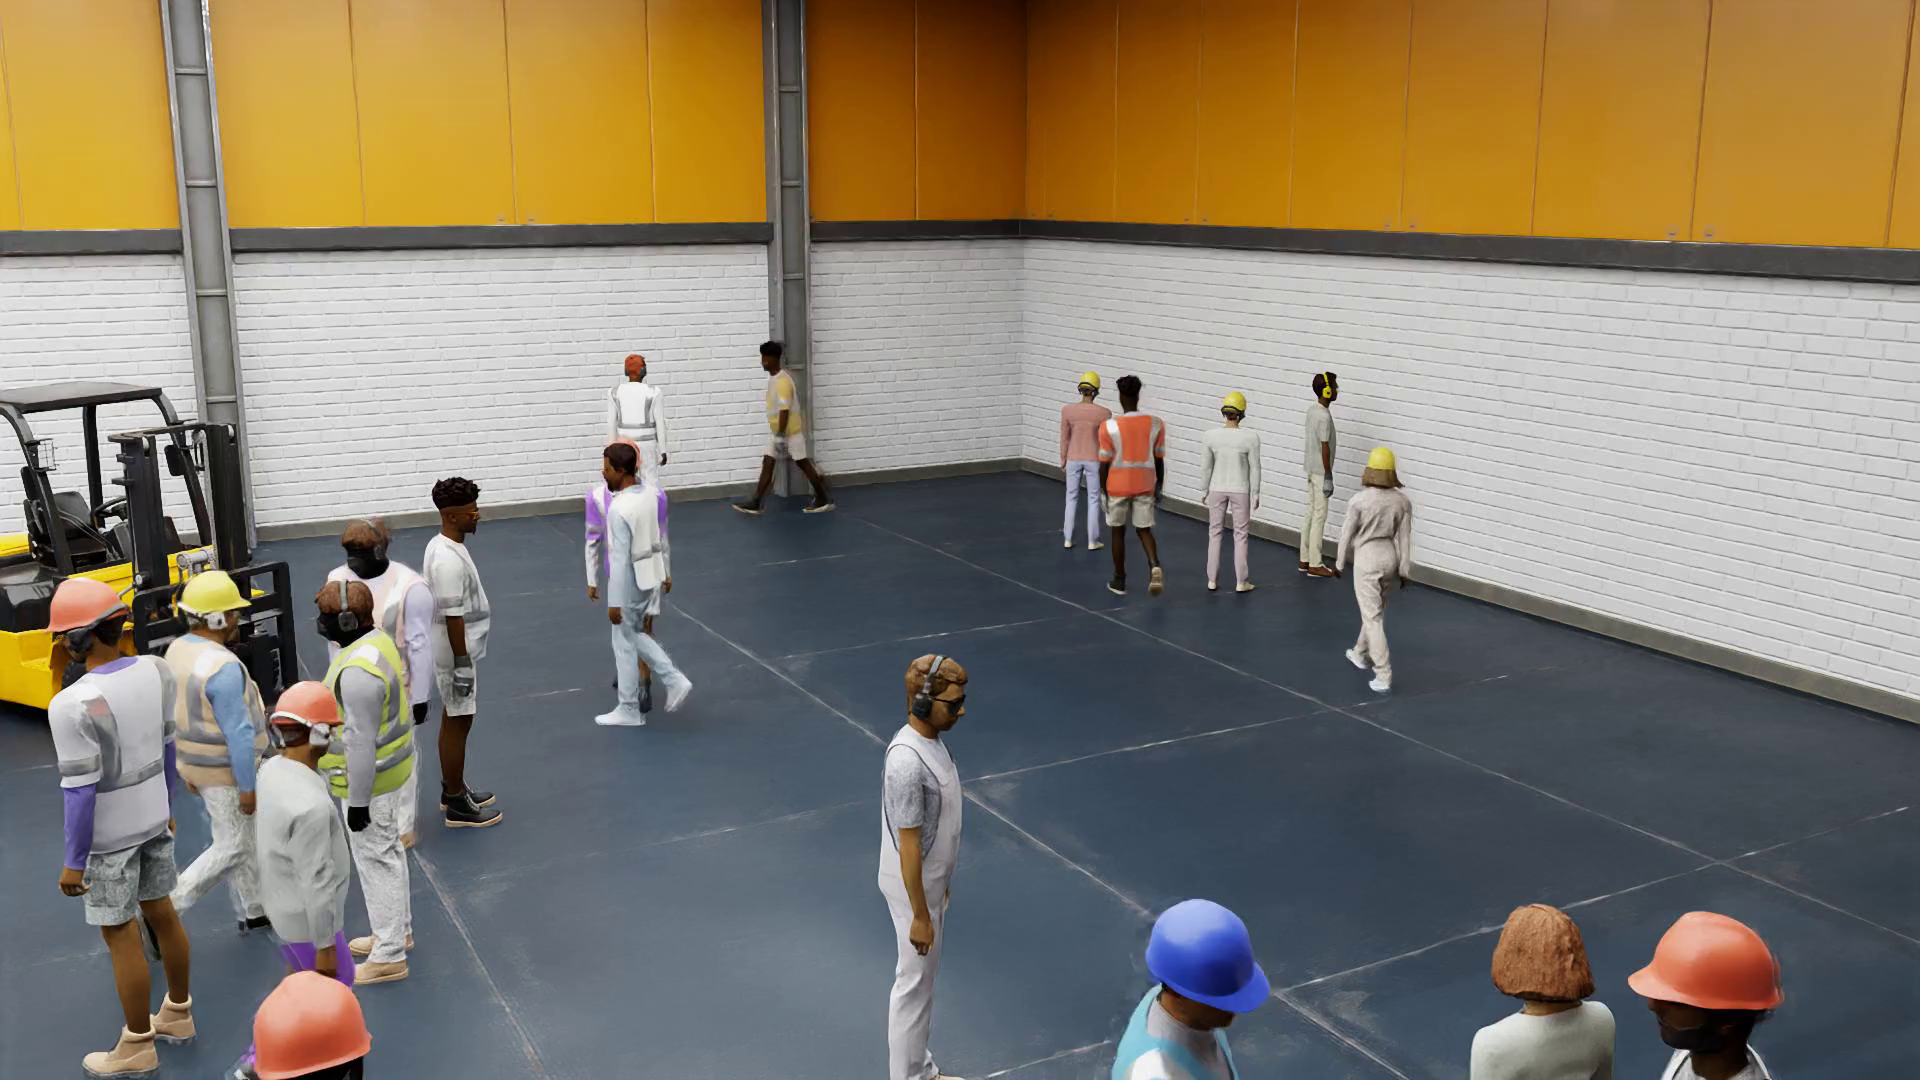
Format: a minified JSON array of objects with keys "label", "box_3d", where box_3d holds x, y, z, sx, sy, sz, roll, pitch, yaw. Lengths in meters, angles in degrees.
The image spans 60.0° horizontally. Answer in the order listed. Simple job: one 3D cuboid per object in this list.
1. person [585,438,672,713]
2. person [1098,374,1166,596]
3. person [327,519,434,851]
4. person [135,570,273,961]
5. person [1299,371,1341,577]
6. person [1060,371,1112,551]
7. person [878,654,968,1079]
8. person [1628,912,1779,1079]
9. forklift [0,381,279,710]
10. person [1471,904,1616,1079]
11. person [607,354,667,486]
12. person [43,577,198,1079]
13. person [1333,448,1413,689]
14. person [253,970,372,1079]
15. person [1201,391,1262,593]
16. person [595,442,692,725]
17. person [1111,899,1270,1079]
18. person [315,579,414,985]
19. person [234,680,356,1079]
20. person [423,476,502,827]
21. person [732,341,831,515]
[{"label":"person","box_3d":[-2.277,0.188,11.502,0.564,1.887,0.846,-1,12,-3]},{"label":"person","box_3d":[1.492,-0.443,14.289,0.607,1.944,0.712,-2,12,-10]},{"label":"person","box_3d":[-3.067,0.781,8.793,0.647,1.826,0.447,3,12,14]},{"label":"person","box_3d":[-3.468,1.038,7.650,0.751,1.805,0.598,-11,16,-43]},{"label":"person","box_3d":[3.302,-0.602,15.176,0.328,1.876,0.514,-1,12,-6]},{"label":"person","box_3d":[1.238,-0.770,16.253,0.532,1.757,0.336,4,13,18]},{"label":"person","box_3d":[-0.126,1.321,6.248,0.345,1.840,0.504,1,12,5]},{"label":"person","box_3d":[1.711,1.783,3.869,0.438,1.936,0.557,2,12,8]},{"label":"forklift","box_3d":[-5.853,0.085,11.199,2.313,2.155,1.214,7,14,28]},{"label":"person","box_3d":[1.561,1.784,4.579,0.504,1.627,0.290,-6,13,-26]},{"label":"person","box_3d":[-3.211,-0.910,16.596,0.583,1.882,0.337,1,12,3]},{"label":"person","box_3d":[-3.359,1.141,6.622,0.381,2.039,0.606,2,12,11]},{"label":"person","box_3d":[2.973,0.181,11.924,0.489,1.697,0.904,-3,12,-14]},{"label":"person","box_3d":[-1.310,1.848,3.568,0.385,1.928,0.547,12,17,43]},{"label":"person","box_3d":[2.374,-0.418,14.572,0.533,1.767,0.327,5,13,22]},{"label":"person","box_3d":[-2.123,0.298,10.872,0.549,1.905,0.621,2,12,9]},{"label":"person","box_3d":[0.430,1.744,4.123,0.795,1.915,0.615,2,12,10]},{"label":"person","box_3d":[-2.672,1.069,7.457,0.430,1.836,0.619,-4,13,-17]},{"label":"person","box_3d":[-2.452,1.384,6.216,0.446,1.720,0.607,-8,14,-33]},{"label":"person","box_3d":[-2.793,0.611,9.271,0.362,1.963,0.614,-4,13,-20]},{"label":"person","box_3d":[-1.907,-1.205,17.942,1.075,1.897,0.617,-4,13,-20]}]
